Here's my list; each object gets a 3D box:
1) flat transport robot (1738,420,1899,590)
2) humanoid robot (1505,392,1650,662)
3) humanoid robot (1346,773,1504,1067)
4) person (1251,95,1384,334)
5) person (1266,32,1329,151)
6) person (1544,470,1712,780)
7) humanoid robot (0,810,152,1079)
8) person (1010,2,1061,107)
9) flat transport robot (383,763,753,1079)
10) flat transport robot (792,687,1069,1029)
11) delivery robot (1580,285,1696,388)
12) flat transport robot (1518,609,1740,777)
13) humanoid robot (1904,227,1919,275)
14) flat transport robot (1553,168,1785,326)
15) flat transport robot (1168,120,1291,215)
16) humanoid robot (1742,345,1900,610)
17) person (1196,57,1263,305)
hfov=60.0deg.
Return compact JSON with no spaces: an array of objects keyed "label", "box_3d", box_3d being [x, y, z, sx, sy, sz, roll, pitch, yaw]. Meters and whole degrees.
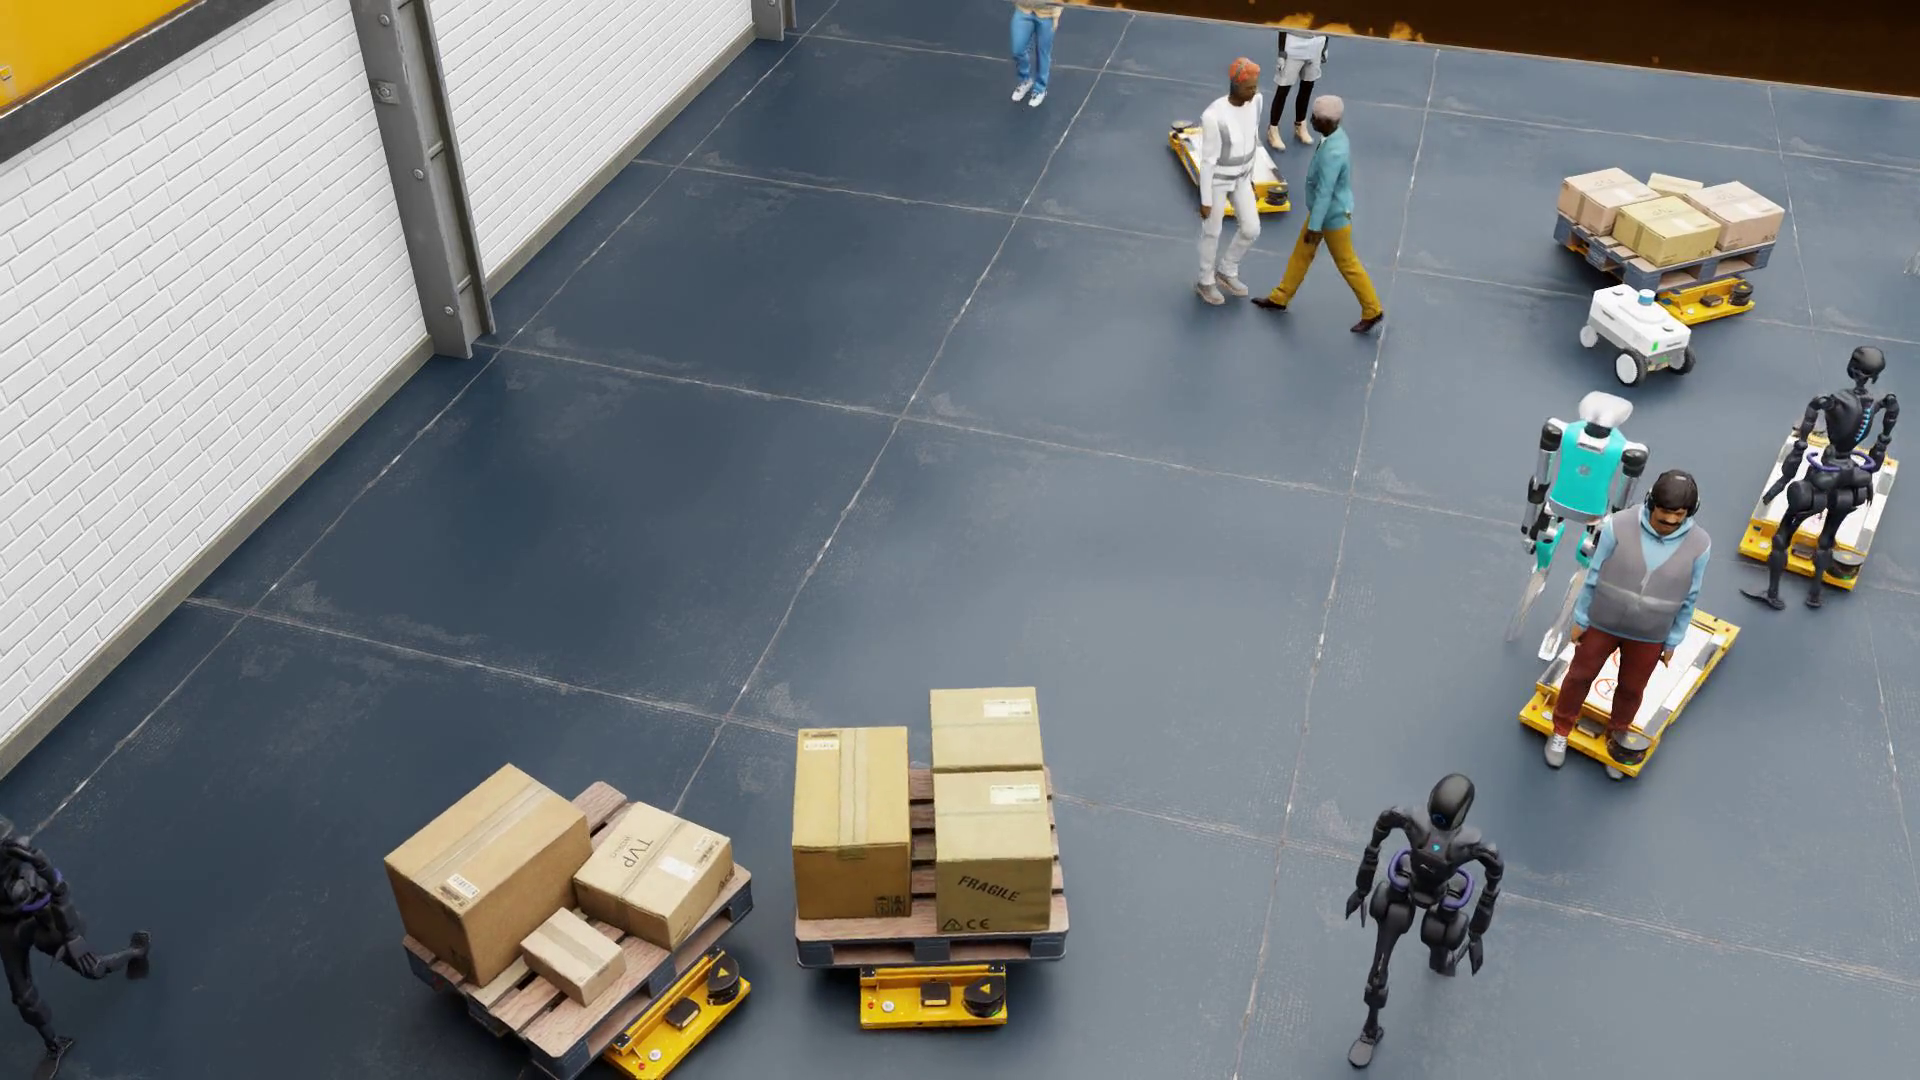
[{"label":"flat transport robot","box_3d":[5.344,-0.241,10.304,0.659,0.231,1.431,22,44,25]},{"label":"humanoid robot","box_3d":[3.328,-0.078,8.961,0.538,1.843,0.662,22,44,25]},{"label":"humanoid robot","box_3d":[1.980,1.501,7.066,0.608,1.636,0.802,19,42,22]},{"label":"person","box_3d":[2.641,-2.279,11.688,0.934,1.700,0.606,7,39,8]},{"label":"person","box_3d":[2.874,-4.108,13.980,0.530,1.691,0.322,-16,41,-19]},{"label":"person","box_3d":[3.312,0.404,8.229,0.527,1.872,0.418,14,41,17]},{"label":"humanoid robot","box_3d":[-3.901,1.537,7.012,0.592,1.647,0.743,5,39,6]},{"label":"person","box_3d":[0.680,-4.643,14.627,0.487,1.714,0.420,16,42,19]},{"label":"flat transport robot","box_3d":[-1.716,1.891,7.652,1.431,0.231,0.659,25,45,28]},{"label":"flat transport robot","box_3d":[-0.144,1.671,7.926,0.659,0.231,1.431,-1,39,-2]},{"label":"delivery robot","box_3d":[4.722,-1.459,11.580,0.499,0.581,0.768,-14,41,-17]},{"label":"flat transport robot","box_3d":[3.698,0.705,9.128,0.659,0.231,1.431,28,47,30]},{"label":"humanoid robot","box_3d":[7.482,-2.675,12.223,0.535,1.847,0.803,-22,44,-25]},{"label":"flat transport robot","box_3d":[5.263,-2.087,12.600,0.659,0.231,1.431,-14,41,-17]},{"label":"flat transport robot","box_3d":[2.237,-3.123,13.889,0.659,0.231,1.431,-5,39,-7]},{"label":"humanoid robot","box_3d":[4.861,-0.337,9.301,0.609,1.644,0.344,-3,39,-4]},{"label":"person","box_3d":[1.921,-2.524,11.861,0.613,1.871,0.469,-23,44,-26]}]
